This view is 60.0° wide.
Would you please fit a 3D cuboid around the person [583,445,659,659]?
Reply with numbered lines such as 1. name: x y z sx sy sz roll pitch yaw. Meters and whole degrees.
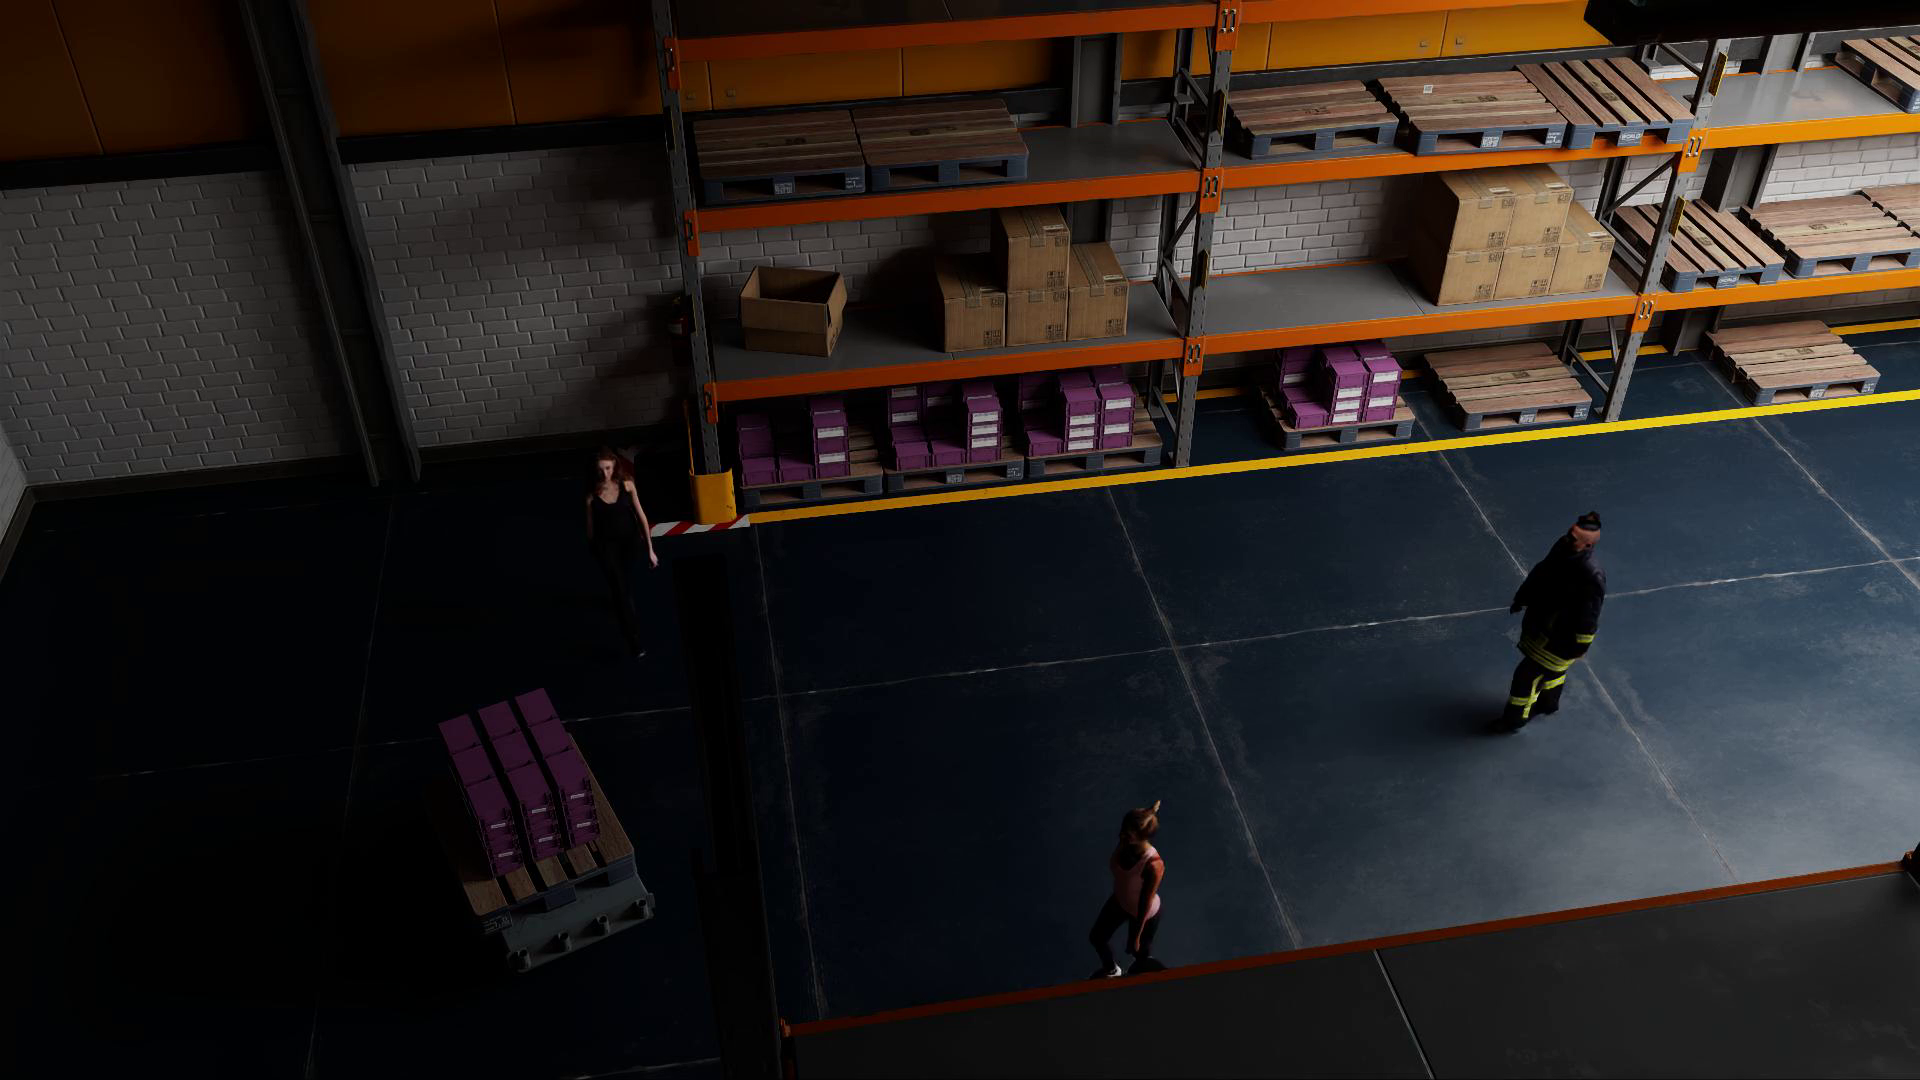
1. person: -2.550 -0.042 12.326 1.126 1.693 0.867 -18 42 -21

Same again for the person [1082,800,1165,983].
1. person: 1.087 2.108 9.682 0.708 1.634 0.661 -20 43 -23

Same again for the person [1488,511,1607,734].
1. person: 4.194 0.551 11.460 0.850 1.849 0.798 -1 39 -2
